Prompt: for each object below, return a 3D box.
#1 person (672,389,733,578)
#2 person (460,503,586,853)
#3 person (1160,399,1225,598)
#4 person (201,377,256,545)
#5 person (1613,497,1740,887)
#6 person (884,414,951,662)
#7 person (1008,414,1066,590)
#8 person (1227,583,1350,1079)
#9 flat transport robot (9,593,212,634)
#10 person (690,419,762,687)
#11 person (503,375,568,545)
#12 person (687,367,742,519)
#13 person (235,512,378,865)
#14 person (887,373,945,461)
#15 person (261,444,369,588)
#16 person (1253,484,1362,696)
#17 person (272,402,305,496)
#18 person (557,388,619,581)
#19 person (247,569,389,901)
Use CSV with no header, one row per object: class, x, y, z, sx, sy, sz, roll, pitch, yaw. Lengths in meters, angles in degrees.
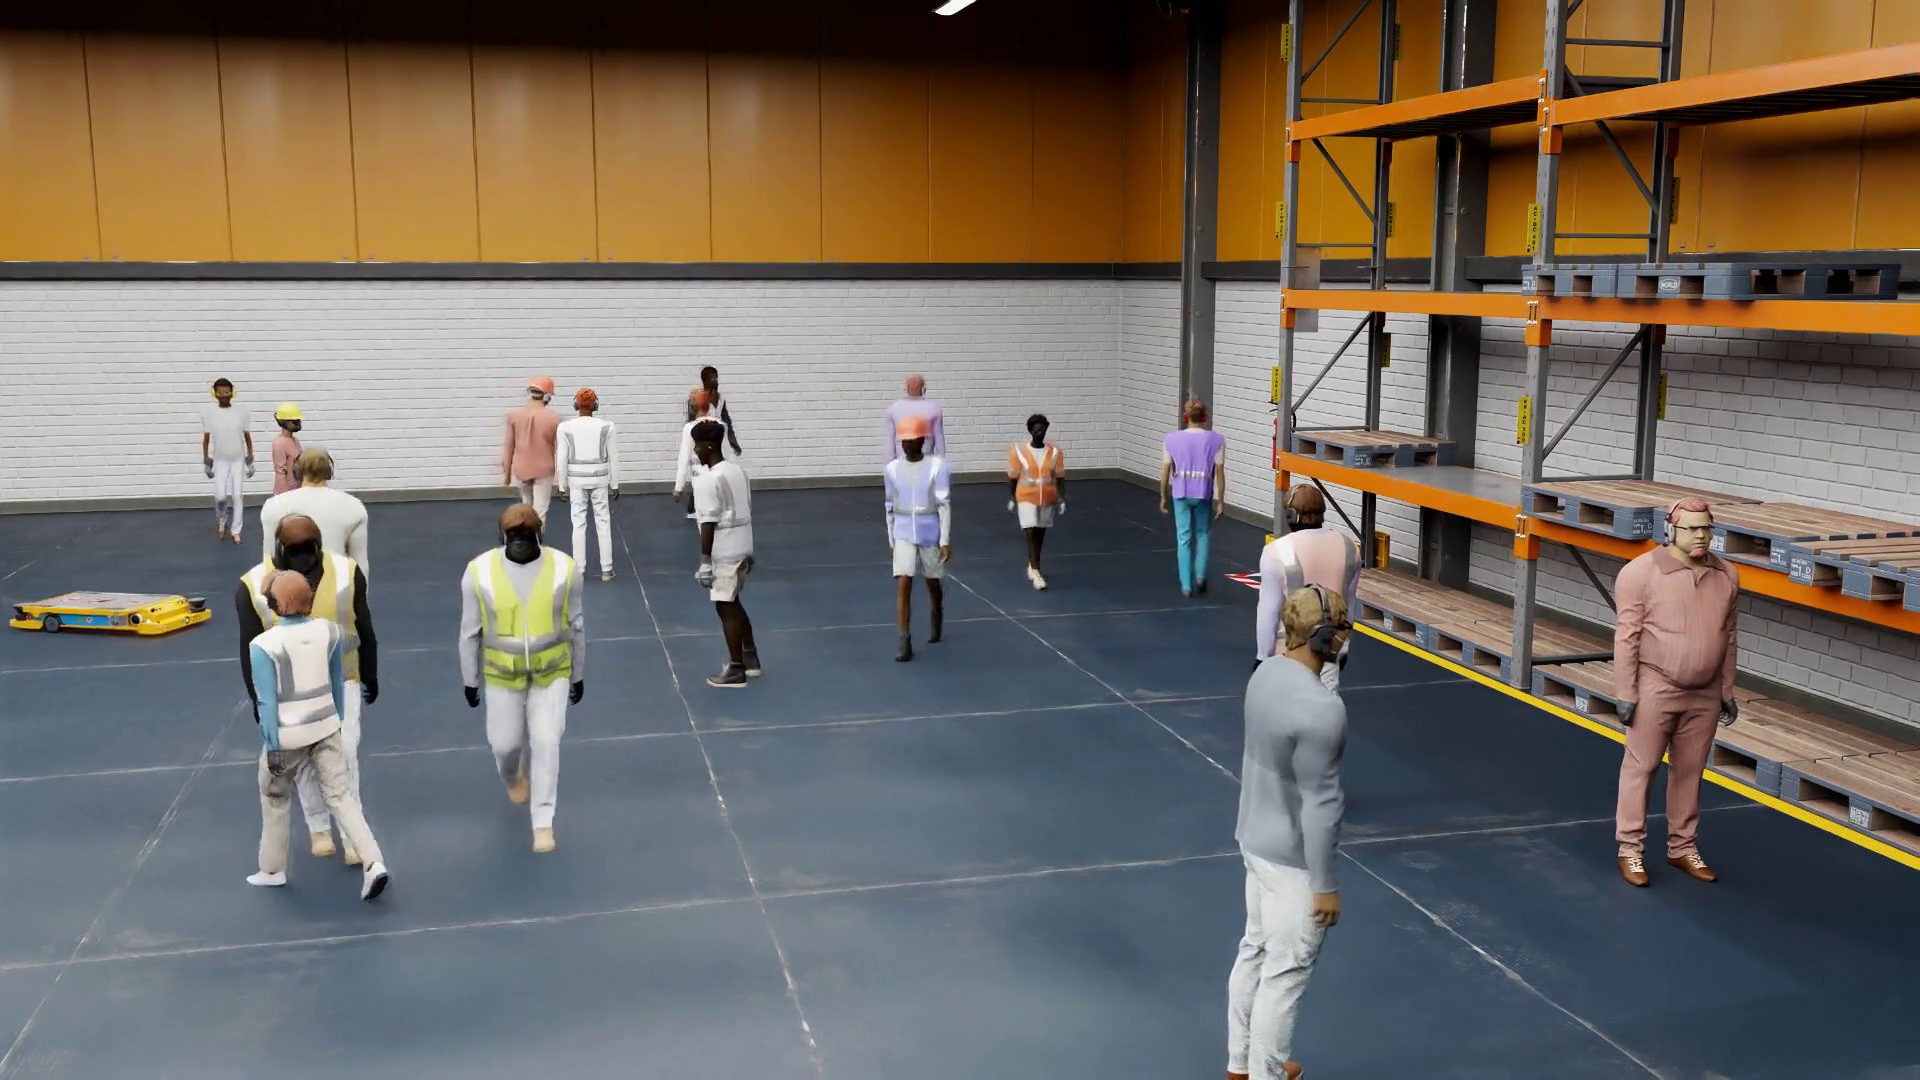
person,-2.488,-0.541,16.236,0.466,1.865,0.614,5,10,28
person,-2.299,0.684,8.786,0.638,1.818,0.712,-2,9,-15
person,2.154,-0.399,15.469,0.591,1.824,0.658,1,9,4
person,-8.045,-0.868,18.333,0.509,1.857,0.425,-5,10,-29
person,3.511,0.739,8.131,0.639,1.908,0.409,-1,9,-9
person,-0.317,-0.052,13.079,0.548,1.912,0.904,2,9,10
person,0.741,-0.378,15.885,0.543,1.649,0.899,-2,9,-13
person,1.162,1.102,5.832,0.383,1.928,0.638,-1,9,-6
flat transport robot,-7.166,0.607,14.038,1.431,0.197,0.652,2,9,11
person,-1.722,0.095,12.055,0.476,1.940,0.642,2,9,15
person,-4.261,-0.688,16.850,0.623,1.958,0.729,1,9,8
person,-2.947,-1.143,19.980,0.985,1.864,0.616,5,10,27
person,-3.253,0.754,8.348,0.649,1.805,0.670,-4,10,-22
person,-0.500,-0.888,18.345,0.652,1.890,0.719,2,9,14
person,-3.990,0.367,10.372,0.635,1.926,0.556,-6,11,-32
person,1.887,0.603,9.185,0.627,1.842,0.429,-4,10,-23
person,-6.370,-0.433,15.880,0.326,1.767,0.533,-1,9,-4
person,-3.601,-0.532,16.128,0.586,1.882,0.340,-2,9,-14
person,-3.076,0.930,7.922,0.862,1.605,0.516,5,11,31
